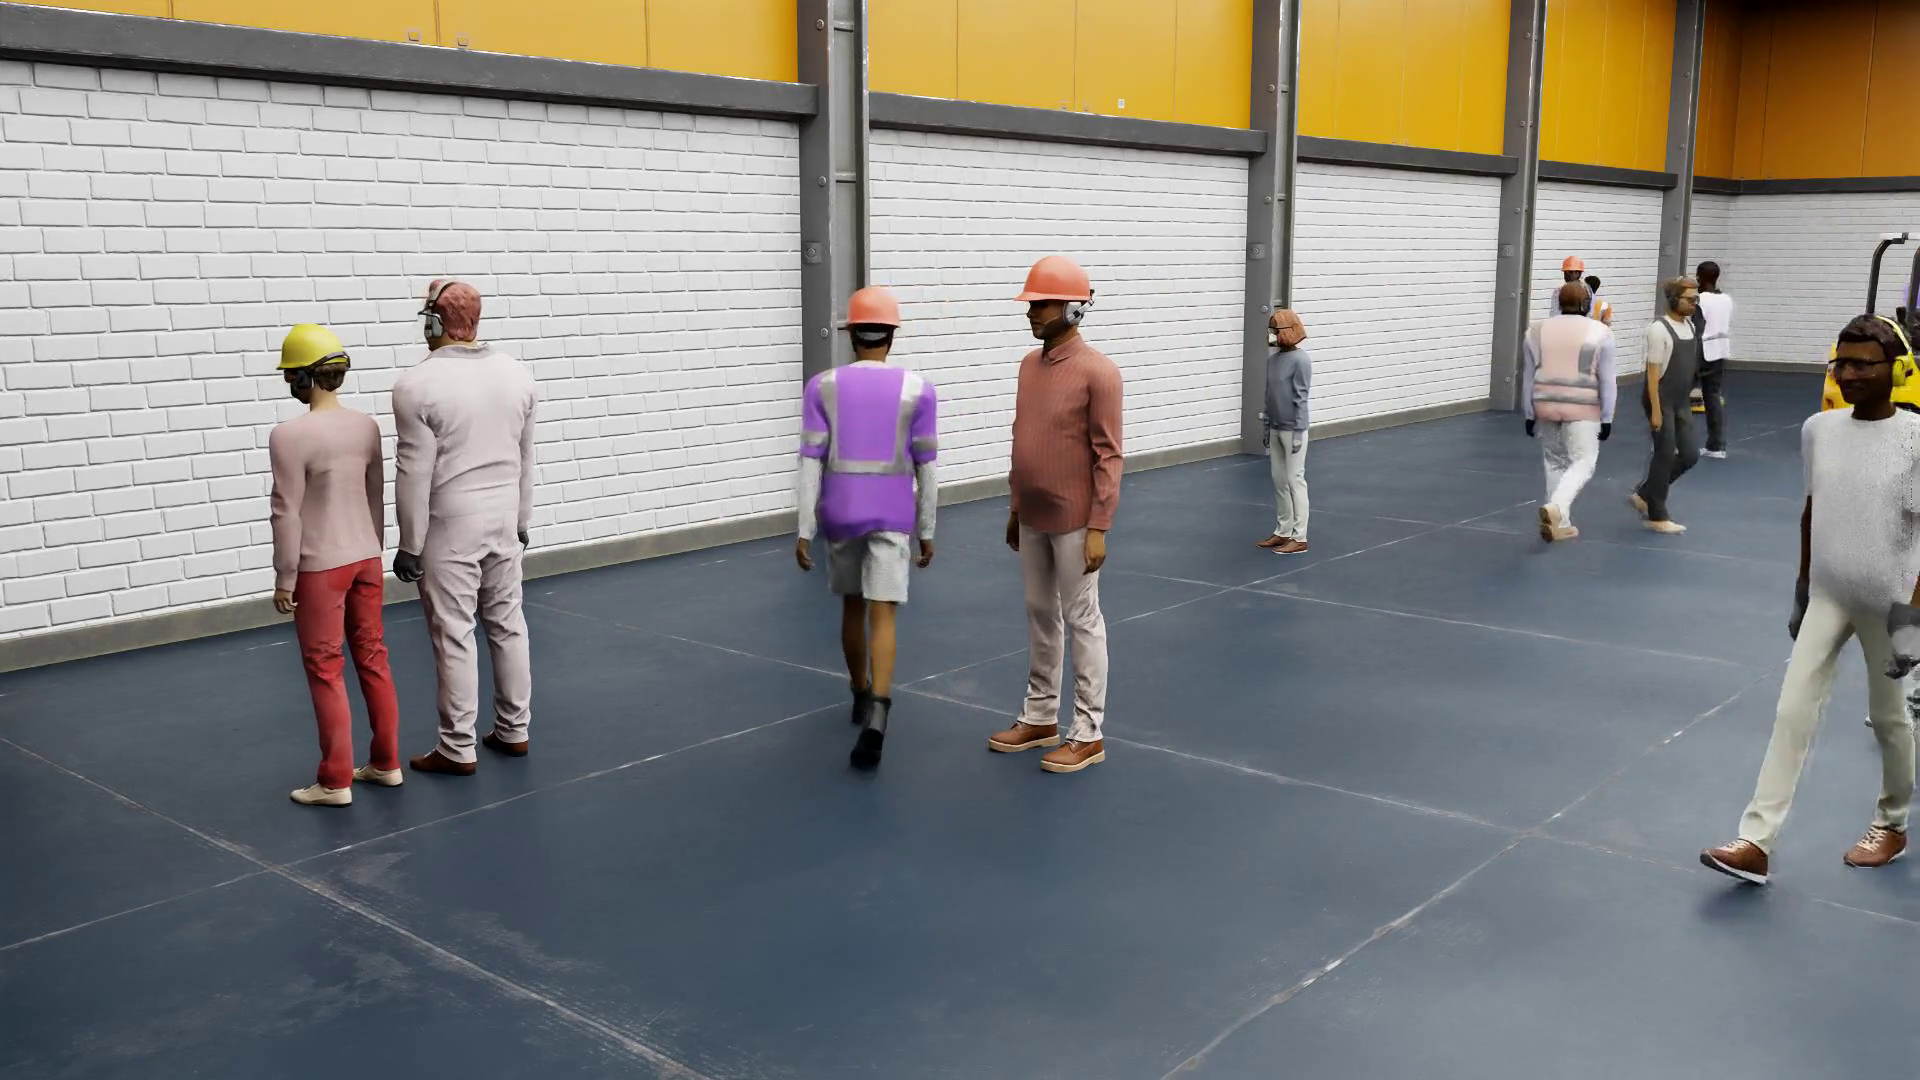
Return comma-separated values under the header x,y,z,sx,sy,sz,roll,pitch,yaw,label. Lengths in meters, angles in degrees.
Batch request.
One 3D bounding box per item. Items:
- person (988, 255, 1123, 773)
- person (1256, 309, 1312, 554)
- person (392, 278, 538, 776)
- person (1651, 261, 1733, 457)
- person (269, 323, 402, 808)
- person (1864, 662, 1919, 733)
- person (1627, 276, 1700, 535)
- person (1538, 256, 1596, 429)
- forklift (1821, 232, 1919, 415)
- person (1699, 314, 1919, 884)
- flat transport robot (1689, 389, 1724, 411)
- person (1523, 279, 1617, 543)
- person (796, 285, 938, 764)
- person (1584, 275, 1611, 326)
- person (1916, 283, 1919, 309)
x,y,z,sx,sy,sz,roll,pitch,yaw,label
0.379,-0.094,6.498,0.378,1.985,0.611,-7,12,-34,person
2.171,-0.722,11.101,0.284,1.624,0.494,-4,11,-19,person
-1.931,-0.048,6.449,0.410,1.913,0.643,6,12,32,person
7.184,-1.765,16.273,0.606,1.896,0.761,-6,12,-32,person
-2.307,0.093,6.087,0.341,1.757,0.518,4,11,20,person
4.144,-0.026,6.932,0.917,1.685,0.499,-4,11,-20,person
5.035,-0.946,11.776,0.524,1.828,0.409,-7,12,-36,person
6.731,-2.168,18.431,0.349,1.942,0.545,-7,12,-36,person
9.955,-1.972,16.595,2.313,2.155,1.214,1,10,8,forklift
2.798,0.208,5.245,0.961,1.817,0.551,-6,12,-31,person
9.150,-1.781,20.982,0.652,0.197,1.431,7,12,35,flat transport robot
4.127,-0.860,11.338,0.636,1.818,0.746,9,14,42,person
-0.375,-0.080,6.729,0.561,1.894,0.956,0,10,2,person
7.728,-2.405,20.498,0.534,1.691,0.318,2,10,13,person
13.884,-3.074,23.979,0.544,1.825,0.625,-1,10,-3,person
